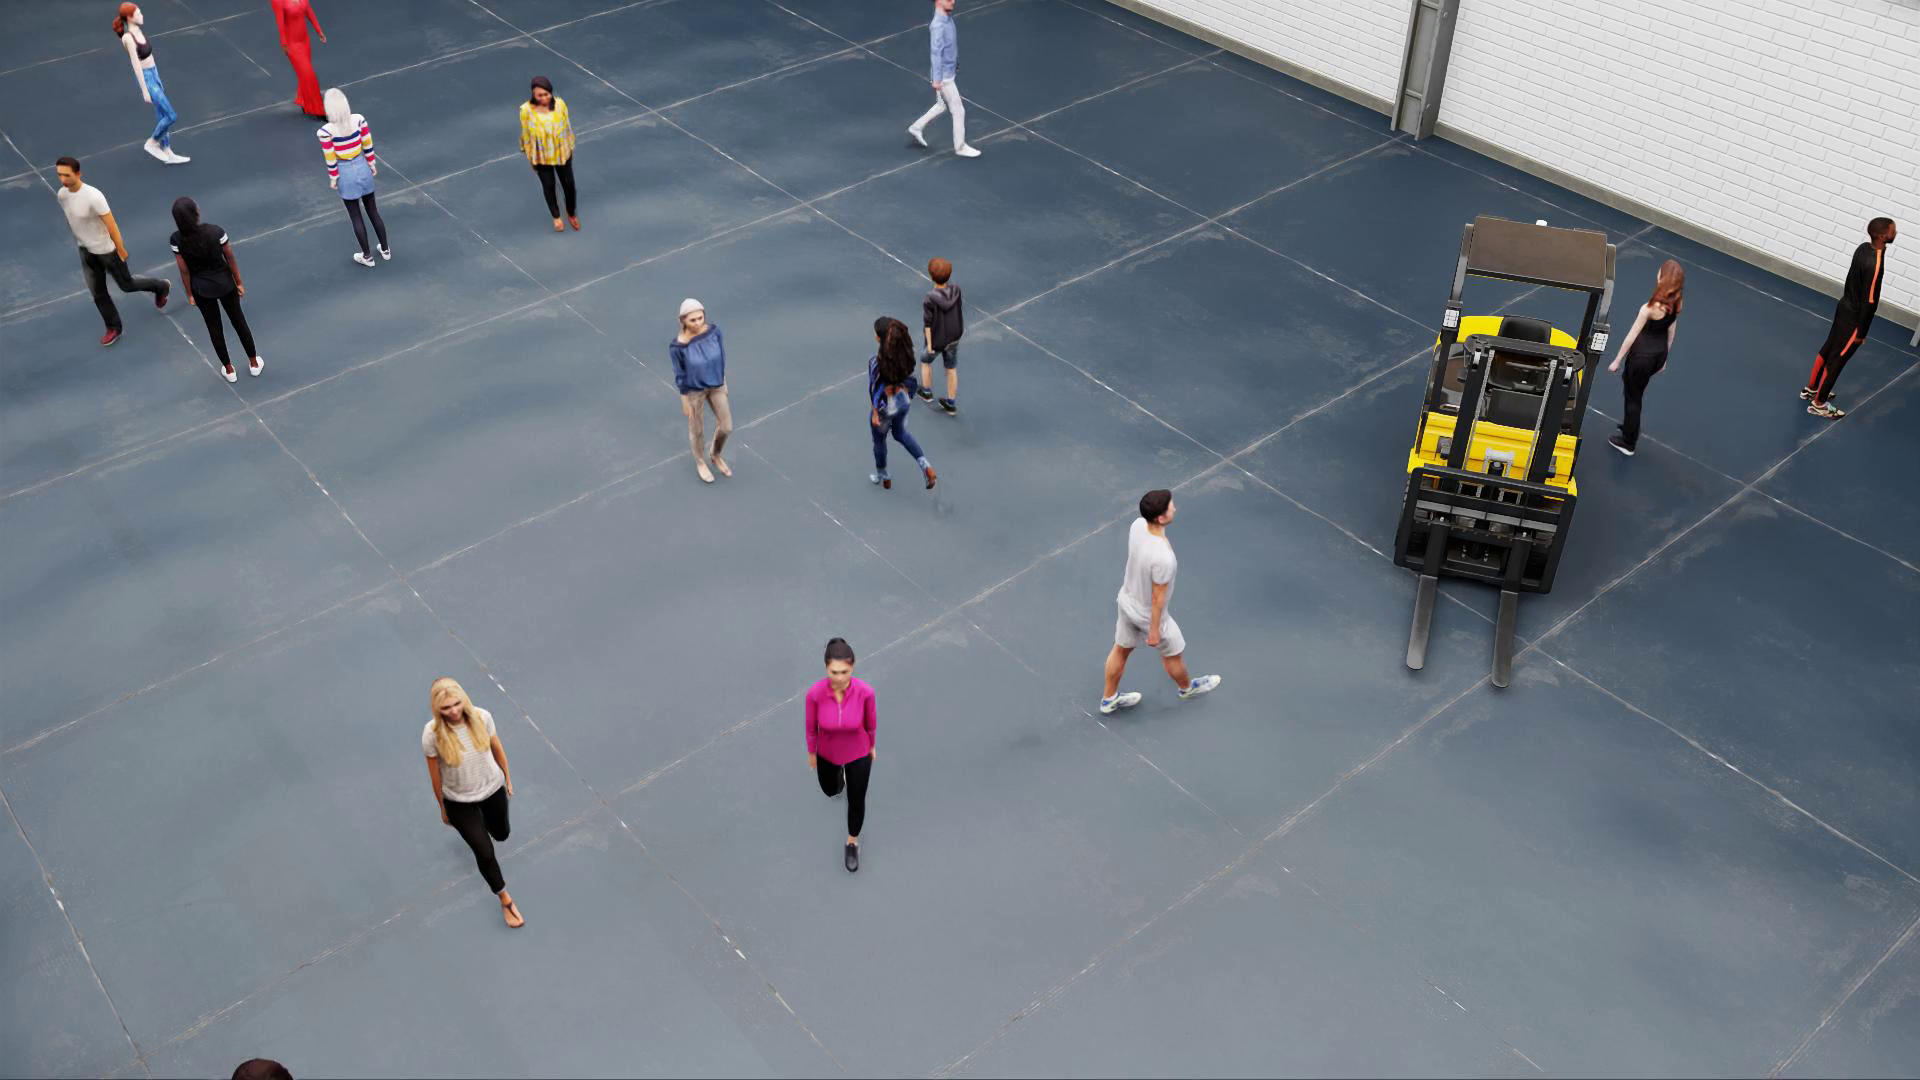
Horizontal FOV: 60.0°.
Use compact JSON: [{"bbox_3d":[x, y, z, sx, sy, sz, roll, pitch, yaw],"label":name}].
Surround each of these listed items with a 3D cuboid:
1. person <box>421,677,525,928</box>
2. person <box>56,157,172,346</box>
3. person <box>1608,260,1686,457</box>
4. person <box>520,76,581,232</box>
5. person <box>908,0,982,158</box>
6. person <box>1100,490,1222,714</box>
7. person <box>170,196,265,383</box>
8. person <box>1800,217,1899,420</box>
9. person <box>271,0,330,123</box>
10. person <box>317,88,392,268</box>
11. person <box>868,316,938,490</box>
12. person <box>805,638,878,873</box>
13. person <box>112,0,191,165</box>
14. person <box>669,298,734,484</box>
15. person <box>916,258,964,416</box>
[{"bbox_3d":[-2.886,1.458,9.772,0.628,1.809,1.015,-25,45,-28],"label":"person"},{"bbox_3d":[-7.663,-2.675,14.986,1.126,1.770,1.098,12,40,15],"label":"person"},{"bbox_3d":[5.610,-1.423,13.439,0.645,1.734,0.681,-20,43,-23],"label":"person"},{"bbox_3d":[-4.092,-3.860,16.565,0.817,1.642,0.854,-14,41,-17],"label":"person"},{"bbox_3d":[-0.220,-5.048,17.869,1.133,1.870,1.081,4,39,5],"label":"person"},{"bbox_3d":[1.142,0.457,11.014,1.016,1.823,1.126,-12,40,-15],"label":"person"},{"bbox_3d":[-6.454,-2.177,14.387,0.663,1.731,0.622,-17,42,-20],"label":"person"},{"bbox_3d":[7.488,-1.889,13.964,0.741,1.808,0.698,6,39,7],"label":"person"},{"bbox_3d":[-7.479,-5.577,18.625,0.963,1.763,0.865,10,40,13],"label":"person"},{"bbox_3d":[-5.819,-3.496,15.976,0.545,1.807,0.670,32,48,33],"label":"person"},{"bbox_3d":[-0.481,-1.019,13.040,0.927,1.601,0.707,28,47,31],"label":"person"},{"bbox_3d":[-0.719,1.227,10.169,0.924,1.684,1.048,-3,39,-3],"label":"person"},{"bbox_3d":[-8.678,-4.804,17.648,0.805,1.775,0.757,-5,39,-6],"label":"person"},{"bbox_3d":[-2.091,-1.215,13.227,0.635,1.685,0.622,-24,44,-27],"label":"person"},{"bbox_3d":[-0.120,-1.689,14.017,0.634,1.428,0.785,-17,42,-20],"label":"person"}]
